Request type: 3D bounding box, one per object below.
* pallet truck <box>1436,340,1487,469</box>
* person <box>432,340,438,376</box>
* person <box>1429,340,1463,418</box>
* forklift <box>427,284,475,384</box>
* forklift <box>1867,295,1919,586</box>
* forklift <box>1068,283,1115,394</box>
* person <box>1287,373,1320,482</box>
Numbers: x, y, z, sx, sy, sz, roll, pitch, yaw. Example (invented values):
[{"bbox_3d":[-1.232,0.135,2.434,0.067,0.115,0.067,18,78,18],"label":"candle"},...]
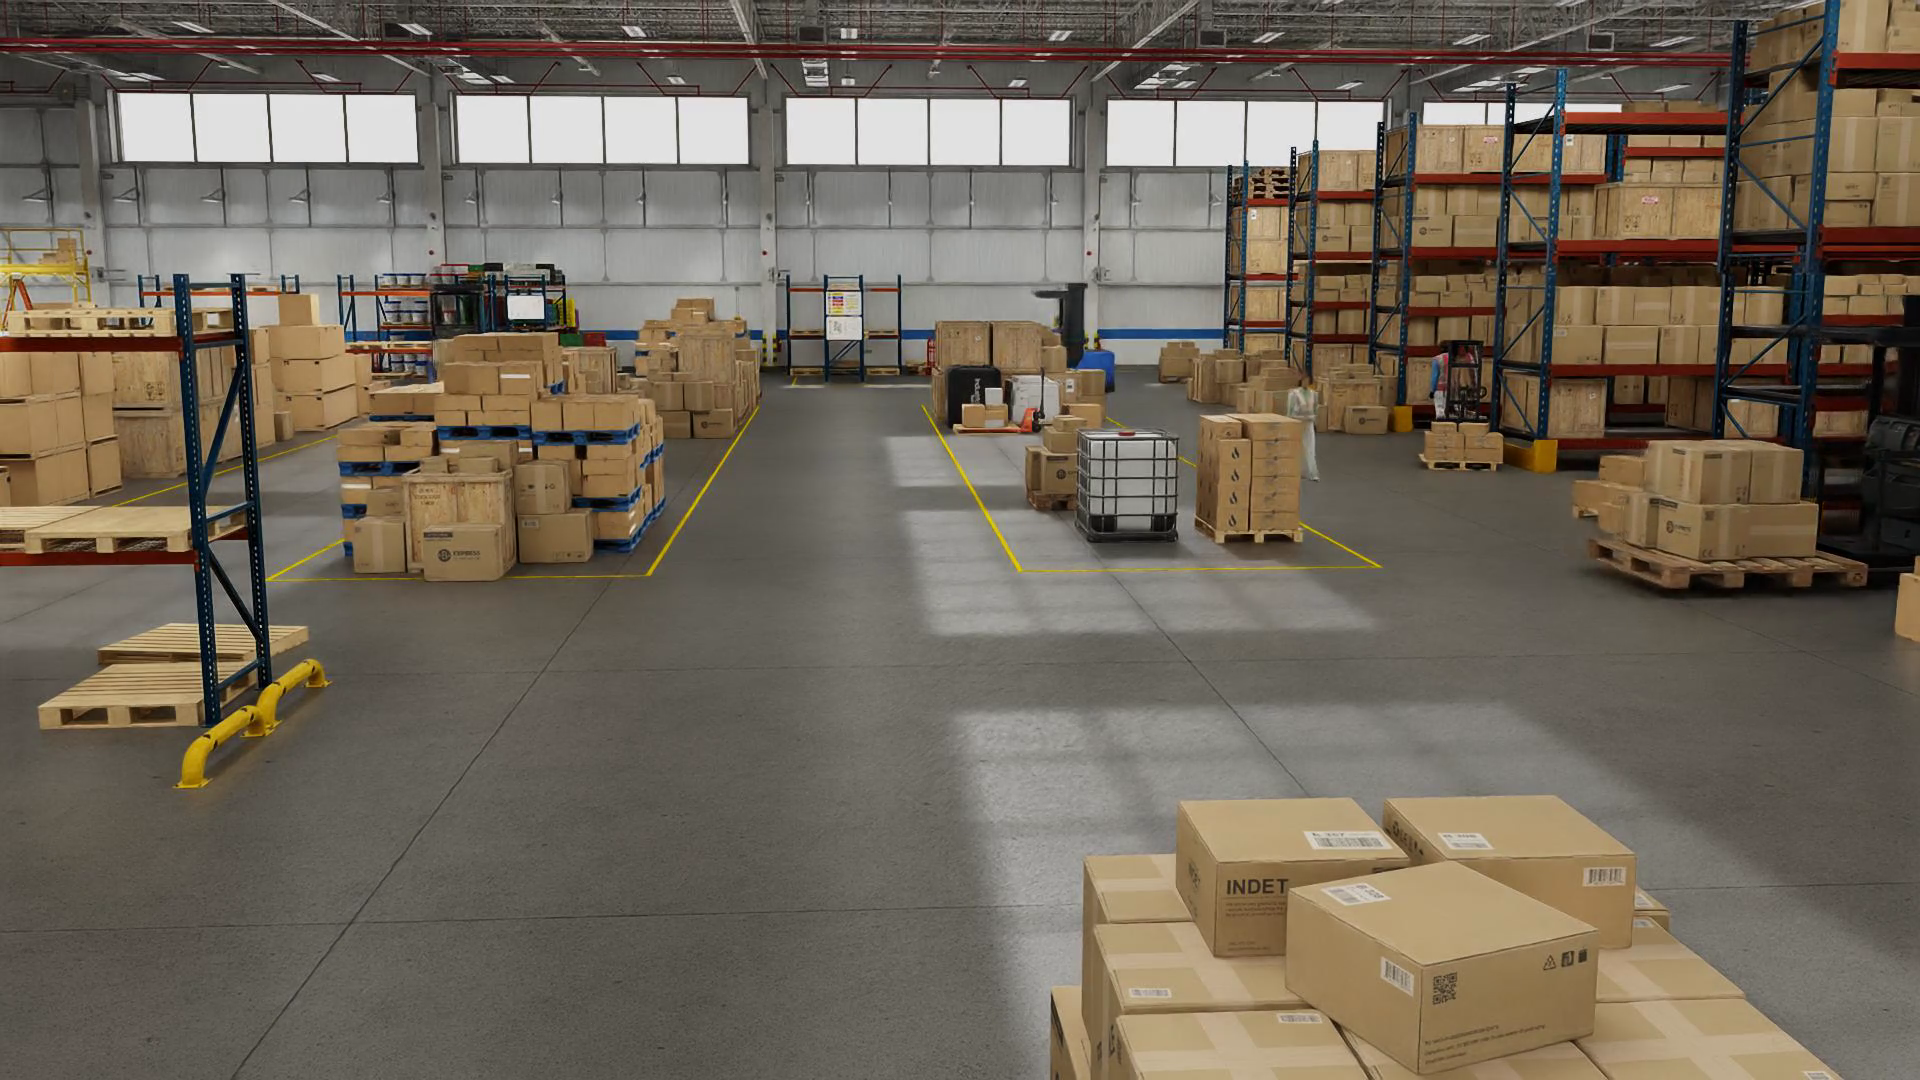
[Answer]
[{"bbox_3d":[8.004,-2.170,26.422,0.823,1.965,1.885,2,9,14],"label":"pallet truck"},{"bbox_3d":[-11.516,-3.866,37.311,0.564,1.924,0.639,7,11,35],"label":"person"},{"bbox_3d":[8.931,-2.768,30.659,0.619,1.845,0.430,-3,10,-18],"label":"person"},{"bbox_3d":[-11.424,-4.393,37.613,1.129,2.768,1.873,-4,10,-26],"label":"forklift"},{"bbox_3d":[9.614,-1.010,16.373,1.873,2.768,1.129,-1,9,-4],"label":"forklift"},{"bbox_3d":[2.967,-5.143,42.324,1.873,2.768,1.129,-1,9,-4],"label":"forklift"},{"bbox_3d":[5.058,-1.688,24.665,0.539,1.593,0.872,-3,9,-16],"label":"person"}]
